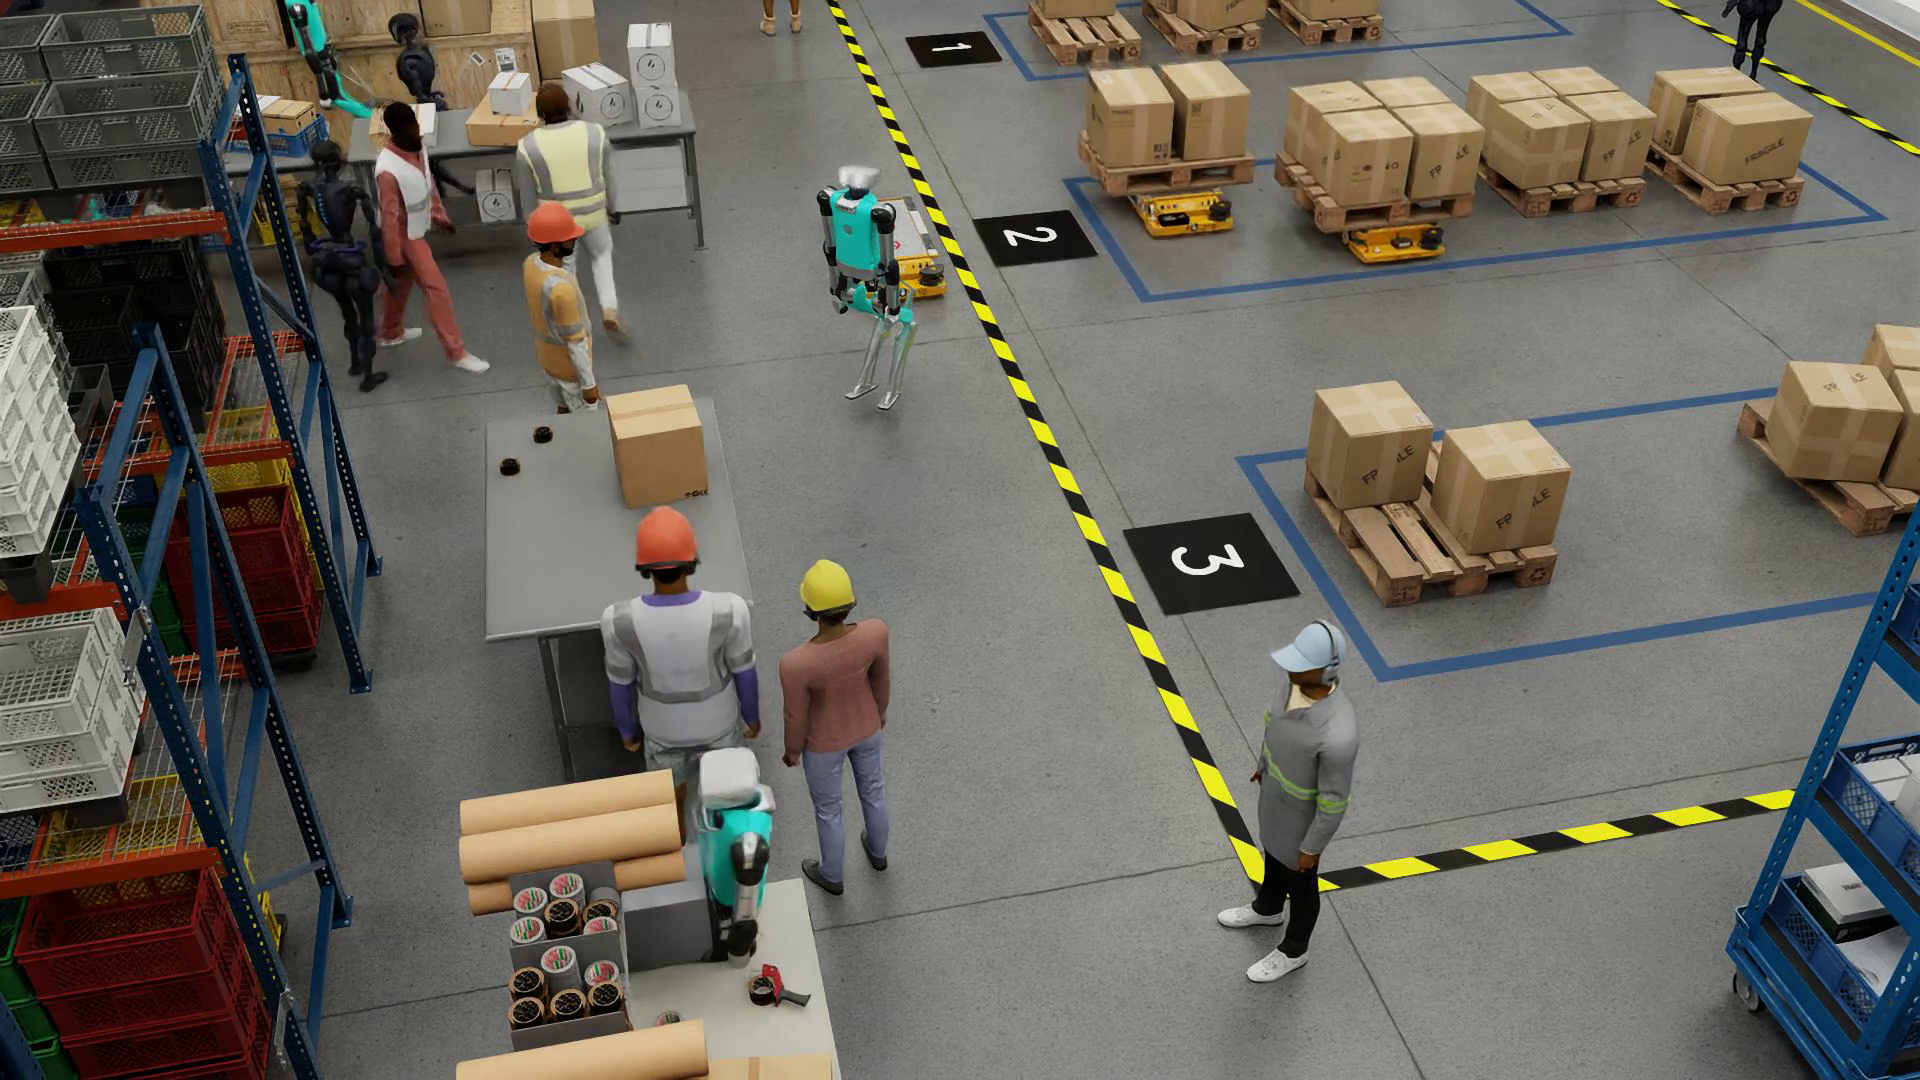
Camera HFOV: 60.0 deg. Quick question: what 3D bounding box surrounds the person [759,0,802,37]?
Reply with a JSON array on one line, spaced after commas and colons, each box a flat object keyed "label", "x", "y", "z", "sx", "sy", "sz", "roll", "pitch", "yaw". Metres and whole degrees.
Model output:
[{"label": "person", "x": -1.807, "y": -5.884, "z": 15.986, "sx": 0.605, "sy": 2.033, "sz": 0.397, "roll": -9, "pitch": 38, "yaw": -12}]

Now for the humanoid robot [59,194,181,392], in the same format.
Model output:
[{"label": "humanoid robot", "x": -5.327, "y": -1.760, "z": 10.713, "sx": 0.711, "sy": 1.811, "sz": 0.558, "roll": -30, "pitch": 46, "yaw": -34}]

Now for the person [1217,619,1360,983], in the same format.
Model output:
[{"label": "person", "x": 1.351, "y": 1.061, "z": 6.801, "sx": 0.368, "sy": 1.852, "sz": 0.592, "roll": -9, "pitch": 37, "yaw": -11}]

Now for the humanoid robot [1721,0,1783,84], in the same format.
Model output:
[{"label": "humanoid robot", "x": 7.176, "y": -4.893, "z": 14.936, "sx": 0.599, "sy": 1.659, "sz": 0.315, "roll": -14, "pitch": 39, "yaw": -19}]

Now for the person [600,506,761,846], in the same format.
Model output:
[{"label": "person", "x": -1.162, "y": 0.731, "z": 7.093, "sx": 0.615, "sy": 2.037, "sz": 0.409, "roll": -4, "pitch": 37, "yaw": -5}]

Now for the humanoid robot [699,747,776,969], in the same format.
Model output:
[{"label": "humanoid robot", "x": -1.019, "y": 1.510, "z": 6.293, "sx": 1.013, "sy": 1.728, "sz": 0.538, "roll": -9, "pitch": 38, "yaw": -12}]

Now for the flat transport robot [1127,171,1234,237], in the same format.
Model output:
[{"label": "flat transport robot", "x": 1.652, "y": -2.863, "z": 13.378, "sx": 0.652, "sy": 0.197, "sz": 1.431, "roll": -8, "pitch": 37, "yaw": -10}]

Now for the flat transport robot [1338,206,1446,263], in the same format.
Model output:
[{"label": "flat transport robot", "x": 3.190, "y": -2.593, "z": 13.016, "sx": 0.652, "sy": 0.197, "sz": 1.431, "roll": -8, "pitch": 37, "yaw": -10}]

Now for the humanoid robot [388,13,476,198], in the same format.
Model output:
[{"label": "humanoid robot", "x": -3.995, "y": -3.190, "z": 12.669, "sx": 0.424, "sy": 1.643, "sz": 0.608, "roll": -9, "pitch": 38, "yaw": -11}]

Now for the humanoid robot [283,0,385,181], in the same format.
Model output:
[{"label": "humanoid robot", "x": -4.758, "y": -3.686, "z": 13.294, "sx": 0.928, "sy": 1.778, "sz": 0.549, "roll": -8, "pitch": 37, "yaw": -10}]

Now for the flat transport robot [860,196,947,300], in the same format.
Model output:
[{"label": "flat transport robot", "x": -0.570, "y": -2.220, "z": 12.538, "sx": 0.659, "sy": 0.231, "sz": 1.431, "roll": -8, "pitch": 37, "yaw": -10}]

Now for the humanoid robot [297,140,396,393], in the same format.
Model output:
[{"label": "humanoid robot", "x": -4.006, "y": -1.764, "z": 10.756, "sx": 0.603, "sy": 1.638, "sz": 0.433, "roll": 8, "pitch": 37, "yaw": 11}]

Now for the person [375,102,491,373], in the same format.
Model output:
[{"label": "person", "x": -3.625, "y": -2.019, "z": 10.941, "sx": 0.840, "sy": 1.864, "sz": 0.630, "roll": 0, "pitch": 37, "yaw": -1}]

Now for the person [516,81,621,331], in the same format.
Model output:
[{"label": "person", "x": -2.602, "y": -2.170, "z": 11.160, "sx": 0.659, "sy": 1.828, "sz": 0.473, "roll": -13, "pitch": 38, "yaw": -16}]

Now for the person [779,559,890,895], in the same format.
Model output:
[{"label": "person", "x": -0.533, "y": 0.819, "z": 7.197, "sx": 0.523, "sy": 1.769, "sz": 0.312, "roll": -22, "pitch": 42, "yaw": -26}]

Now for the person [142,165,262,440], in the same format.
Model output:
[{"label": "person", "x": -4.730, "y": -1.472, "z": 10.224, "sx": 0.368, "sy": 1.831, "sz": 0.598, "roll": -18, "pitch": 40, "yaw": -23}]

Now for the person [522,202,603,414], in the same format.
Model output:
[{"label": "person", "x": -2.227, "y": -1.036, "z": 9.548, "sx": 0.356, "sy": 1.935, "sz": 0.550, "roll": -22, "pitch": 42, "yaw": -27}]

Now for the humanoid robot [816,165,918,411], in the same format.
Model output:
[{"label": "humanoid robot", "x": -0.489, "y": -1.637, "z": 10.408, "sx": 0.533, "sy": 1.681, "sz": 0.735, "roll": 21, "pitch": 42, "yaw": 26}]
